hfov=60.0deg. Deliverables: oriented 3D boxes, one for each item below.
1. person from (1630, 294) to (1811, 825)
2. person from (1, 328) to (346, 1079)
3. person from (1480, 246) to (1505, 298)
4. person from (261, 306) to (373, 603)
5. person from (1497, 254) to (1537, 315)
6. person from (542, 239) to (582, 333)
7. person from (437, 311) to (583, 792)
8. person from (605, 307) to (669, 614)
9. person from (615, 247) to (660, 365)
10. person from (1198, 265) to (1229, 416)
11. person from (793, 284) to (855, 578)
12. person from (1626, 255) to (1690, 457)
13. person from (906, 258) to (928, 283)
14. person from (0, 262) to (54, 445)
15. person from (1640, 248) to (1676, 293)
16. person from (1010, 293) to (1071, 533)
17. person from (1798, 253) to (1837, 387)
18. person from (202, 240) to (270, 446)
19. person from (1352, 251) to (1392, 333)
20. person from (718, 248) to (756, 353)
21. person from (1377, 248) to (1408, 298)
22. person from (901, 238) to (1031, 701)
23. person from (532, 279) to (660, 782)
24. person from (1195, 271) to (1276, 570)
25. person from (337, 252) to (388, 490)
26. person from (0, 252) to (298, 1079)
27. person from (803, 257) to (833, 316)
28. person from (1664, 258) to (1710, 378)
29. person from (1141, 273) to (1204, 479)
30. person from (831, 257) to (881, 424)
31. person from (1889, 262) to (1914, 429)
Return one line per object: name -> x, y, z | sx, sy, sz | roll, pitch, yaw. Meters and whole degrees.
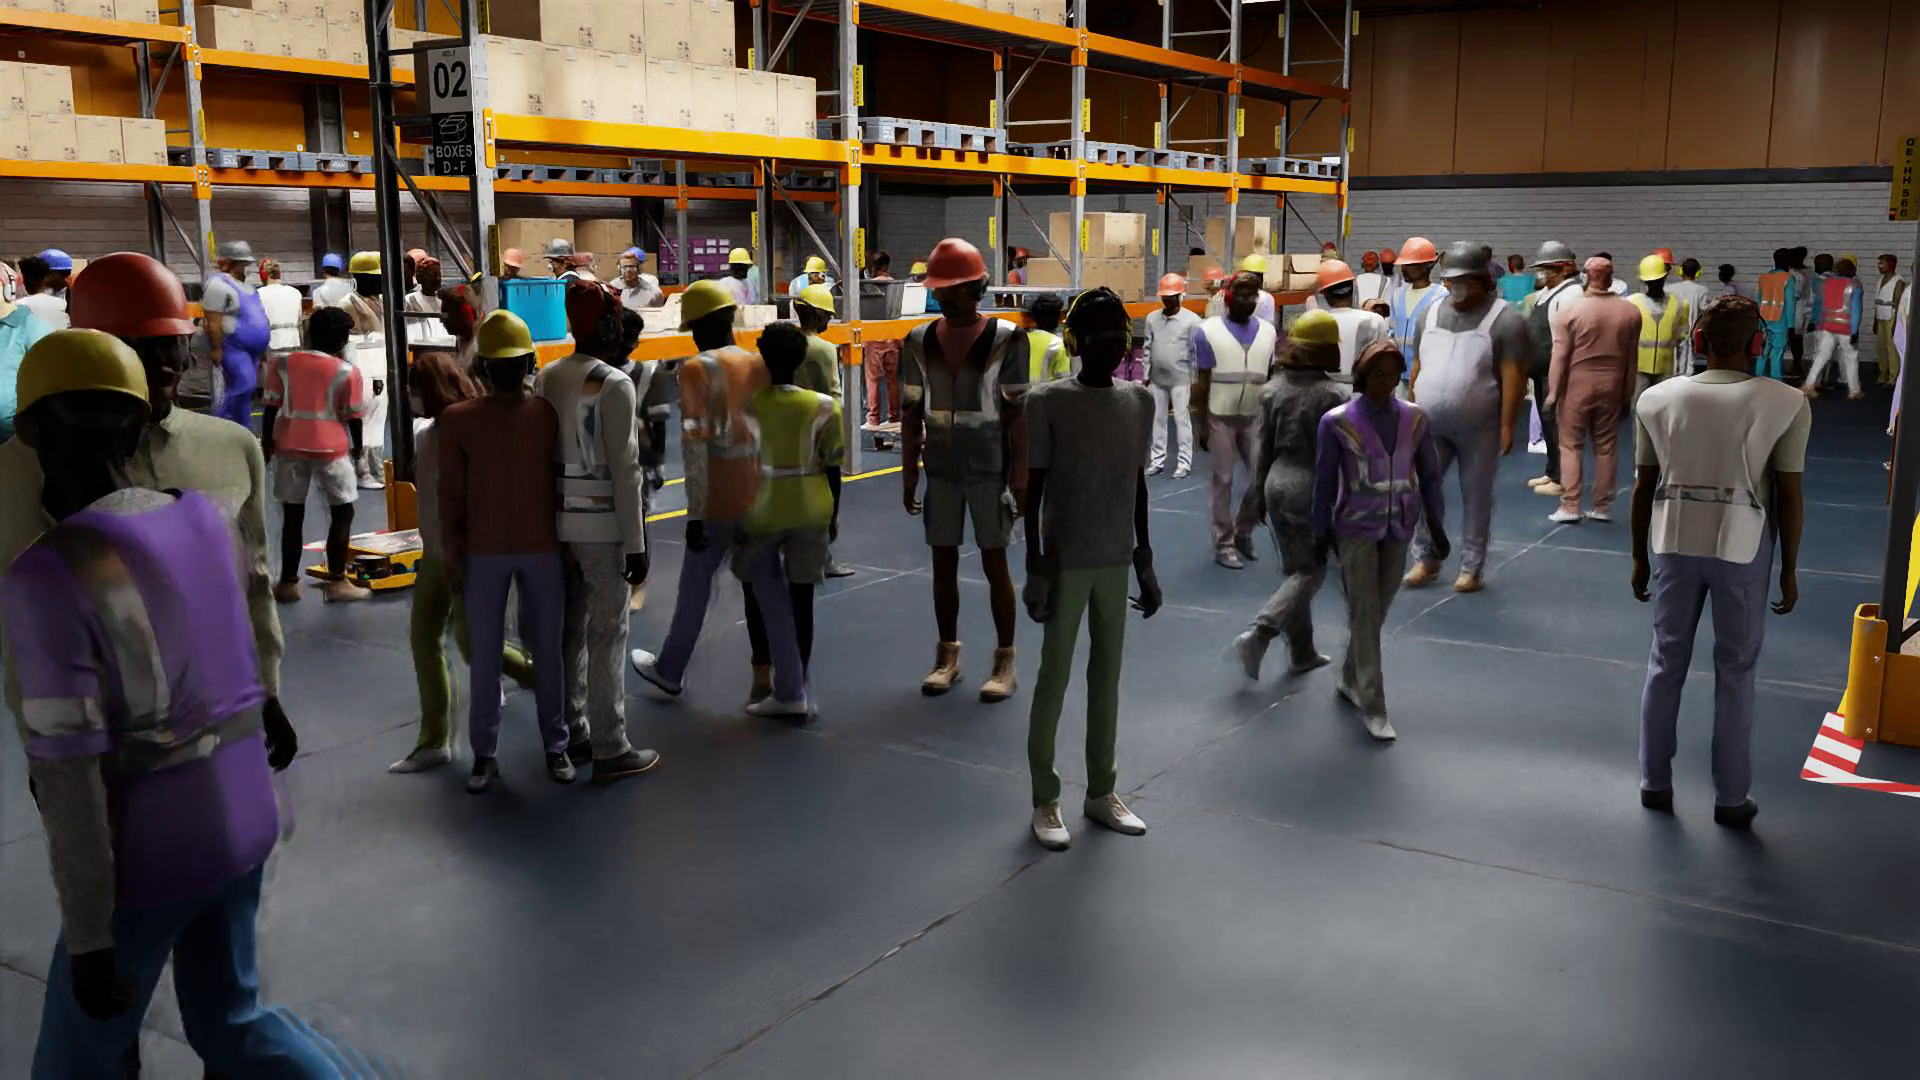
person -> 2.614, 0.074, 5.798 | 0.560, 1.836, 0.394 | 8, 13, 38
person -> -1.371, 0.561, 2.996 | 0.711, 1.872, 0.609 | 2, 10, 9
person -> 8.377, -3.723, 26.574 | 0.625, 1.933, 0.374 | -3, 11, -15
person -> -3.652, -0.468, 9.286 | 0.669, 1.662, 0.318 | 0, 10, -1
person -> 7.697, -3.027, 23.001 | 0.609, 1.830, 0.423 | 1, 10, 4
person -> -4.073, -2.060, 17.043 | 0.535, 2.000, 0.685 | -2, 10, -10
person -> -1.645, 0.045, 6.142 | 0.525, 1.769, 0.309 | -3, 11, -17
person -> -1.826, -0.388, 8.805 | 0.556, 1.662, 0.641 | -1, 10, -6
person -> -3.979, -2.655, 20.629 | 0.641, 1.933, 0.427 | 2, 10, 10
person -> 2.872, -2.222, 18.765 | 0.342, 1.747, 0.575 | -1, 10, -5
person -> -0.876, -0.650, 10.016 | 0.322, 1.761, 0.522 | -10, 14, -44
person -> 5.864, -1.455, 14.110 | 0.593, 1.899, 0.466 | 2, 10, 9
person -> -0.700, -4.043, 28.952 | 0.564, 1.715, 0.865 | 4, 11, 22
person -> -5.289, -0.584, 9.229 | 0.641, 1.913, 0.407 | 3, 11, 16
person -> 8.109, -2.435, 19.444 | 0.386, 1.929, 0.543 | 4, 11, 22
person -> 0.535, -0.854, 11.421 | 0.538, 1.657, 0.577 | 7, 12, 33
person -> 11.884, -3.027, 22.975 | 0.620, 1.838, 0.429 | -9, 14, -41
person -> -6.976, -1.899, 16.153 | 0.543, 2.000, 0.699 | 0, 10, 2
person -> 5.127, -2.682, 20.932 | 0.574, 1.882, 0.358 | 3, 11, 14
person -> -2.567, -2.428, 19.402 | 0.373, 1.925, 0.590 | 8, 13, 37
person -> 5.845, -3.037, 22.788 | 0.570, 1.920, 0.609 | 2, 10, 11
person -> 0.016, -0.302, 7.340 | 0.619, 2.028, 0.409 | 4, 11, 22
person -> -1.376, -0.031, 6.258 | 0.351, 1.880, 0.576 | -10, 14, -44
person -> 1.692, -0.736, 10.284 | 0.583, 1.830, 0.432 | -4, 11, -19
person -> -4.818, -1.379, 13.585 | 0.369, 1.925, 0.594 | 1, 10, 8
person -> -1.768, 0.375, 3.677 | 0.378, 1.995, 0.609 | 7, 13, 35
person -> -1.673, -2.436, 19.743 | 0.404, 1.823, 0.593 | -7, 12, -33
person -> 8.296, -2.309, 19.105 | 0.538, 1.824, 0.709 | 4, 11, 21
person -> 1.786, -1.390, 14.158 | 0.568, 1.743, 0.351 | 8, 13, 39
person -> -1.123, -2.184, 18.112 | 0.599, 1.908, 0.398 | -6, 12, -28
person -> 10.109, -2.065, 17.658 | 0.357, 1.835, 0.516 | 6, 12, 29
